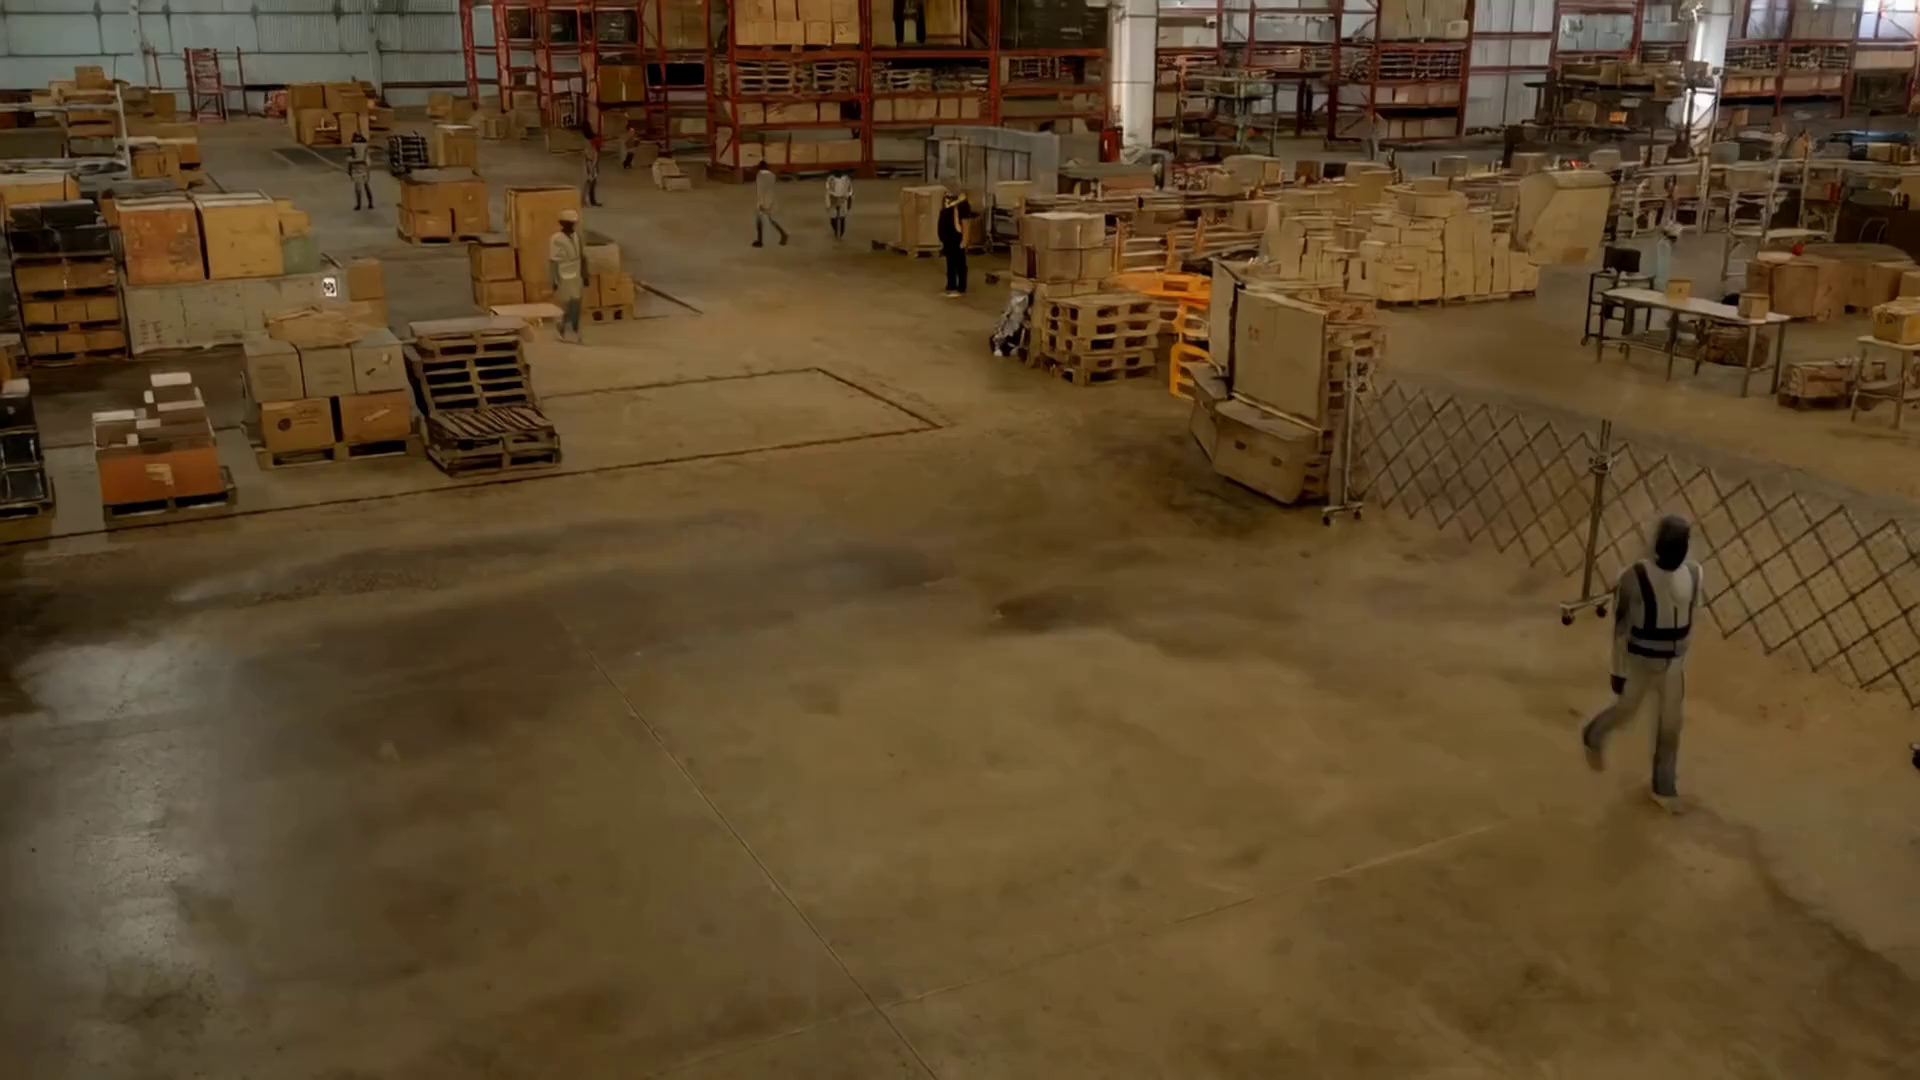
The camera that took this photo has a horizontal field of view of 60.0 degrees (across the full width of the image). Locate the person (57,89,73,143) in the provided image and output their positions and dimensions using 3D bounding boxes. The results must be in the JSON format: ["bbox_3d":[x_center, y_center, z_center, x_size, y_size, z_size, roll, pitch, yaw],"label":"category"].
[{"bbox_3d":[-32.366,-15.342,60.235,0.390,1.910,0.583,-15,23,-39],"label":"person"}]

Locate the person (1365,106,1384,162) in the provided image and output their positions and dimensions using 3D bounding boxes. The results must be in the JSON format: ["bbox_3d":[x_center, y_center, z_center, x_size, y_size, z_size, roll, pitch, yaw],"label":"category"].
[{"bbox_3d":[12.459,-12.123,50.199,0.401,1.907,0.646,-11,21,-30],"label":"person"}]

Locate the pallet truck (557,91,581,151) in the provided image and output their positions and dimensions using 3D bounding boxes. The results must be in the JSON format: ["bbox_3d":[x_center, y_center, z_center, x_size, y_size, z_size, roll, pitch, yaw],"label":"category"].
[{"bbox_3d":[-13.495,-14.412,57.188,0.823,1.965,1.885,-3,18,-9],"label":"pallet truck"}]

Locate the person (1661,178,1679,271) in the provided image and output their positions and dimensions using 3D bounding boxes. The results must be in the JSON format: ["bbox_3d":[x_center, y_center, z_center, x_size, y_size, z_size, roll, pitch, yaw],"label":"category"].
[{"bbox_3d":[12.524,-5.462,29.494,0.311,1.869,0.534,4,18,13],"label":"person"}]

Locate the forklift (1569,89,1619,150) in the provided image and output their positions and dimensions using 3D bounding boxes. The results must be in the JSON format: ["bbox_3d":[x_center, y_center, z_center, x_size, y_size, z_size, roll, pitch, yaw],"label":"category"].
[{"bbox_3d":[21.805,-14.717,56.716,1.873,2.768,1.129,-9,20,-27],"label":"forklift"}]

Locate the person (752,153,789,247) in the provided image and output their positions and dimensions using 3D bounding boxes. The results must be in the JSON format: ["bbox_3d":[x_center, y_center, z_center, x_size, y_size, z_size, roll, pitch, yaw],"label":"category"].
[{"bbox_3d":[-3.917,-6.938,34.045,0.828,1.911,0.544,12,22,34],"label":"person"}]

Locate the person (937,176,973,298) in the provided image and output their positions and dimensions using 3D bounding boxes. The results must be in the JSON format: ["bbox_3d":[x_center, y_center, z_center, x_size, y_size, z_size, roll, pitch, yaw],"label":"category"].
[{"bbox_3d":[-0.125,-5.129,28.179,0.539,2.000,0.689,-10,20,-28],"label":"person"}]

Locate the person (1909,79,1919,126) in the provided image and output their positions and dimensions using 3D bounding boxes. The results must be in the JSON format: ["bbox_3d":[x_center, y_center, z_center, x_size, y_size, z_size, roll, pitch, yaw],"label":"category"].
[{"bbox_3d":[39.729,-18.180,69.114,0.679,1.874,0.998,0,18,-1],"label":"person"}]

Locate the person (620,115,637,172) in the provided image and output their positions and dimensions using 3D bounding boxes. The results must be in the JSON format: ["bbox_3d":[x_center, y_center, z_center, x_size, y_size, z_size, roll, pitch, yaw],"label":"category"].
[{"bbox_3d":[-9.942,-11.879,49.802,0.434,1.681,0.551,-1,18,-3],"label":"person"}]

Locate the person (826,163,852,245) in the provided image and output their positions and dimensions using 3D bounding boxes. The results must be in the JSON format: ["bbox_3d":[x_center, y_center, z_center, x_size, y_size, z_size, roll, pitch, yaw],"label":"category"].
[{"bbox_3d":[-2.508,-7.021,34.653,0.544,1.678,0.672,1,18,2],"label":"person"}]

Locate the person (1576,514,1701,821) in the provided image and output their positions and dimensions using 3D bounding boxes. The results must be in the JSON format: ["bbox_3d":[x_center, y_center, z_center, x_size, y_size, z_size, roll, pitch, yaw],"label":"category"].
[{"bbox_3d":[4.228,0.715,10.272,0.585,1.854,0.905,-5,18,-15],"label":"person"}]

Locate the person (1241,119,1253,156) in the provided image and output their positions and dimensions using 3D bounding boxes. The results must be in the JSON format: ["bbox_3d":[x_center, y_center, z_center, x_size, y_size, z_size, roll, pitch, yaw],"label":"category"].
[{"bbox_3d":[7.748,-10.656,45.778,0.764,1.803,0.616,-8,20,-24],"label":"person"}]

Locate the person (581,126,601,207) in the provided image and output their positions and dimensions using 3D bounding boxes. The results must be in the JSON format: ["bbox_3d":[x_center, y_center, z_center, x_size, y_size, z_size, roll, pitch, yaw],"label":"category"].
[{"bbox_3d":[-9.150,-9.186,41.002,0.432,1.952,0.655,1,18,2],"label":"person"}]

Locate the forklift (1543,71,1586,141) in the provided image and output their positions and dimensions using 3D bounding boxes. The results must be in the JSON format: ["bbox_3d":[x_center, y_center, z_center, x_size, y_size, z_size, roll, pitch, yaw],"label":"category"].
[{"bbox_3d":[18.685,-13.231,52.085,1.873,2.768,1.129,-9,20,-26],"label":"forklift"}]

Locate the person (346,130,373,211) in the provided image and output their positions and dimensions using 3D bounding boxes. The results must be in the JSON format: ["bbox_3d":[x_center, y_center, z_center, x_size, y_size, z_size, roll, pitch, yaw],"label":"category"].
[{"bbox_3d":[-14.558,-8.939,40.247,0.542,1.928,0.399,-14,23,-37],"label":"person"}]

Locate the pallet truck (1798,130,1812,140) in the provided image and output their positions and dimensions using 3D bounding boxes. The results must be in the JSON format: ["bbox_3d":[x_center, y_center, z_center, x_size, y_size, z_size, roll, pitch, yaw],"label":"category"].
[{"bbox_3d":[25.526,-11.556,49.408,1.630,1.274,0.653,-9,20,-26],"label":"pallet truck"}]

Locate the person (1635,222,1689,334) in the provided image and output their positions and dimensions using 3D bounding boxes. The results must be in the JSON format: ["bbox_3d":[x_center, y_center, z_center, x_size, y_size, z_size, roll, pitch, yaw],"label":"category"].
[{"bbox_3d":[10.482,-3.847,24.685,0.867,1.725,0.528,10,20,29],"label":"person"}]

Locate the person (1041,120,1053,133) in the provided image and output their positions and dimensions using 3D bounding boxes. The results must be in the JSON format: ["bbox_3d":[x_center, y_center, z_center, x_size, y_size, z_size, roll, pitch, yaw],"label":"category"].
[{"bbox_3d":[2.475,-11.276,47.951,0.831,1.660,0.533,-12,22,-34],"label":"person"}]

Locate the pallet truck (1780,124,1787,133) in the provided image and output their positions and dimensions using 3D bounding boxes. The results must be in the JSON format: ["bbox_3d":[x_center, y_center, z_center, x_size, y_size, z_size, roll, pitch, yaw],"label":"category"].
[{"bbox_3d":[25.206,-12.542,52.601,1.601,1.201,0.680,0,18,-2],"label":"pallet truck"}]

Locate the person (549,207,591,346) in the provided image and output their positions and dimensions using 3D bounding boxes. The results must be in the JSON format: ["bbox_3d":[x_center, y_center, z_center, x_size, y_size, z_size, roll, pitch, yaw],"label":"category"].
[{"bbox_3d":[-5.635,-3.810,24.104,0.449,2.027,0.606,9,20,27],"label":"person"}]
